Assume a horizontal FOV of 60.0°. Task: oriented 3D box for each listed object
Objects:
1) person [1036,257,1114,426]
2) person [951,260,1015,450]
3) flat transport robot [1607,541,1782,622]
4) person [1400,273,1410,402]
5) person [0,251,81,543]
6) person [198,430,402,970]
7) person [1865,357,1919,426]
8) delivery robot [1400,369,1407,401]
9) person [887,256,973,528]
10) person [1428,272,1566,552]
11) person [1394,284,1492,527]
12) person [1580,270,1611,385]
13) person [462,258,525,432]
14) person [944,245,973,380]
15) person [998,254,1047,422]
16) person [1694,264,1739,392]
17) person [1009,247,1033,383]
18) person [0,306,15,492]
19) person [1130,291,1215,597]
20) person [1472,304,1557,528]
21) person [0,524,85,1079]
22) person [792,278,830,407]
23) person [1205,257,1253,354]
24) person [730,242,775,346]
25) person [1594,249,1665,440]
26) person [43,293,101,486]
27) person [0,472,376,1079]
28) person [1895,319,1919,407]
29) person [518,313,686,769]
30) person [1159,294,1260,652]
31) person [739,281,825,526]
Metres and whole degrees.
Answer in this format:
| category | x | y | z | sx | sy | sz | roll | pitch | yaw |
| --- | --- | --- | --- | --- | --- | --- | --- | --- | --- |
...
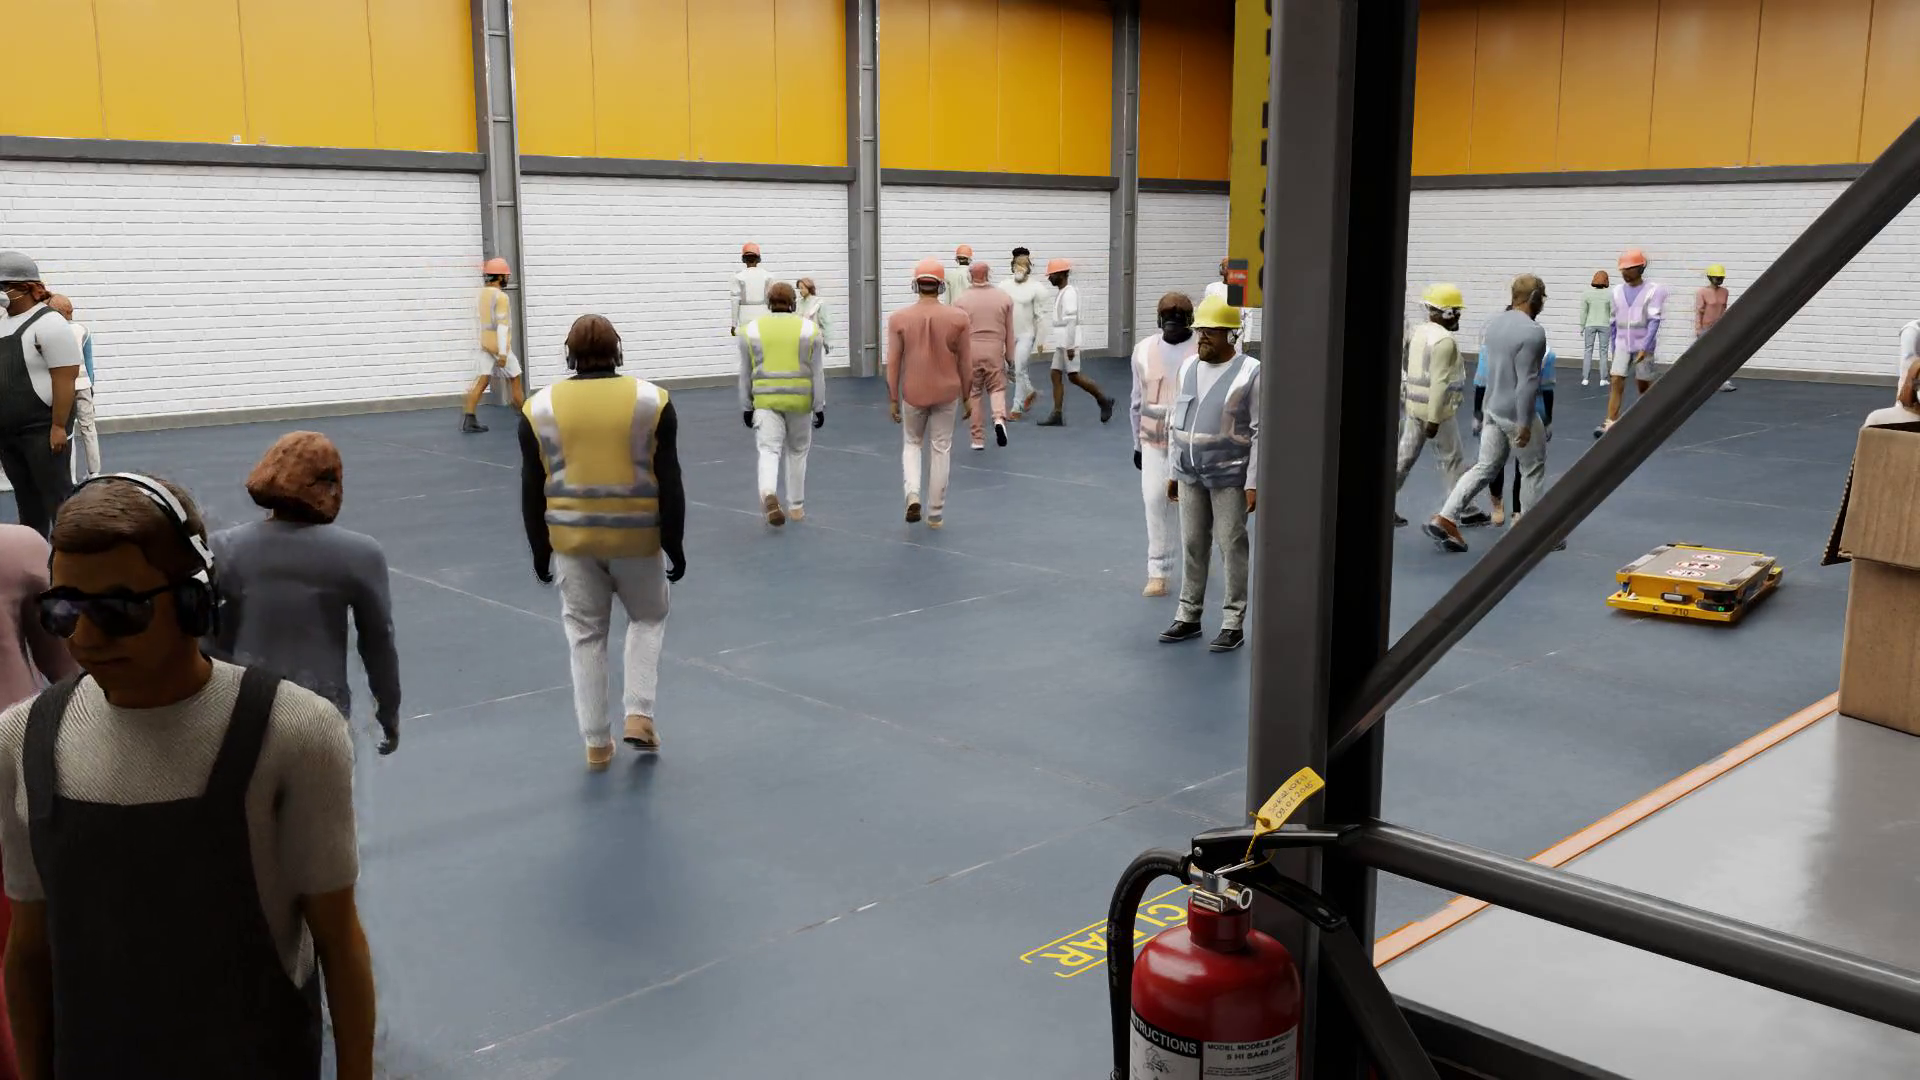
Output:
| category | x | y | z | sx | sy | sz | roll | pitch | yaw |
| --- | --- | --- | --- | --- | --- | --- | --- | --- | --- |
| person | 1.300 | -2.214 | 18.633 | 0.837 | 1.895 | 0.586 | -1 | 10 | -8 |
| person | 0.225 | -1.807 | 16.413 | 0.662 | 1.890 | 0.531 | -1 | 10 | -8 |
| flat transport robot | 4.324 | 0.227 | 9.737 | 0.652 | 0.197 | 1.431 | 7 | 13 | 35 |
| person | 5.485 | -2.551 | 20.914 | 0.657 | 1.715 | 0.500 | -5 | 11 | -25 |
| person | -5.713 | -0.737 | 10.163 | 0.683 | 2.000 | 0.537 | 6 | 12 | 29 |
| person | -1.834 | 0.496 | 4.641 | 0.523 | 1.587 | 0.729 | -2 | 11 | -13 |
| person | 4.530 | -0.098 | 7.891 | 0.493 | 1.596 | 0.855 | 8 | 13 | 38 |
| delivery robot | 5.416 | -1.983 | 20.759 | 0.477 | 0.478 | 0.707 | 0 | 10 | -1 |
| person | -0.209 | -1.060 | 12.089 | 0.620 | 1.978 | 0.461 | 0 | 10 | 2 |
| person | 3.630 | -0.843 | 11.181 | 0.917 | 1.903 | 0.641 | -2 | 11 | -12 |
| person | 3.460 | -0.967 | 12.134 | 0.931 | 1.791 | 0.595 | -2 | 11 | -8 |
| person | 9.092 | -3.017 | 23.709 | 0.497 | 1.633 | 0.285 | 5 | 12 | 26 |
| person | -5.043 | -2.116 | 18.115 | 0.561 | 1.889 | 0.986 | 10 | 14 | 43 |
| person | 0.074 | -3.243 | 23.963 | 0.629 | 1.992 | 0.395 | 4 | 11 | 19 |
| person | 0.733 | -2.339 | 19.221 | 0.668 | 1.919 | 0.631 | 7 | 12 | 32 |
| person | 10.208 | -2.847 | 22.477 | 0.551 | 1.727 | 0.838 | -3 | 11 | -15 |
| person | 0.890 | -3.245 | 24.044 | 0.367 | 1.966 | 0.607 | 0 | 10 | 3 |
| person | -8.125 | -1.324 | 13.807 | 0.617 | 1.877 | 0.626 | 1 | 10 | 6 |
| person | 1.353 | -0.604 | 10.094 | 0.659 | 1.811 | 0.878 | 4 | 11 | 23 |
| person | 3.908 | -0.852 | 11.753 | 0.558 | 1.676 | 0.402 | 3 | 11 | 17 |
| person | -2.382 | 0.540 | 4.024 | 0.514 | 1.726 | 0.592 | 7 | 13 | 34 |
| person | -1.911 | -2.373 | 20.261 | 0.549 | 1.597 | 0.814 | 7 | 13 | 35 |
| person | 3.126 | -2.368 | 19.484 | 0.575 | 1.884 | 0.355 | 3 | 11 | 16 |
| person | -2.718 | -2.873 | 21.808 | 0.611 | 2.040 | 0.393 | -4 | 11 | -21 |
| person | 6.861 | -1.976 | 17.063 | 1.038 | 1.977 | 0.601 | -10 | 14 | -43 |
| person | -7.615 | -1.276 | 14.192 | 0.311 | 1.642 | 0.514 | 5 | 12 | 26 |
| person | -1.083 | 0.794 | 2.393 | 0.518 | 1.828 | 0.587 | 0 | 10 | 2 |
| person | 6.331 | -0.792 | 10.897 | 0.572 | 1.883 | 0.354 | -7 | 12 | -33 |
| person | -1.422 | 0.011 | 6.677 | 0.649 | 1.821 | 0.459 | -1 | 10 | -5 |
| person | 1.305 | -0.343 | 8.579 | 0.588 | 1.834 | 0.403 | 10 | 14 | 42 |
| person | -1.309 | -0.990 | 12.218 | 0.632 | 1.807 | 0.814 | 0 | 10 | -2 |
